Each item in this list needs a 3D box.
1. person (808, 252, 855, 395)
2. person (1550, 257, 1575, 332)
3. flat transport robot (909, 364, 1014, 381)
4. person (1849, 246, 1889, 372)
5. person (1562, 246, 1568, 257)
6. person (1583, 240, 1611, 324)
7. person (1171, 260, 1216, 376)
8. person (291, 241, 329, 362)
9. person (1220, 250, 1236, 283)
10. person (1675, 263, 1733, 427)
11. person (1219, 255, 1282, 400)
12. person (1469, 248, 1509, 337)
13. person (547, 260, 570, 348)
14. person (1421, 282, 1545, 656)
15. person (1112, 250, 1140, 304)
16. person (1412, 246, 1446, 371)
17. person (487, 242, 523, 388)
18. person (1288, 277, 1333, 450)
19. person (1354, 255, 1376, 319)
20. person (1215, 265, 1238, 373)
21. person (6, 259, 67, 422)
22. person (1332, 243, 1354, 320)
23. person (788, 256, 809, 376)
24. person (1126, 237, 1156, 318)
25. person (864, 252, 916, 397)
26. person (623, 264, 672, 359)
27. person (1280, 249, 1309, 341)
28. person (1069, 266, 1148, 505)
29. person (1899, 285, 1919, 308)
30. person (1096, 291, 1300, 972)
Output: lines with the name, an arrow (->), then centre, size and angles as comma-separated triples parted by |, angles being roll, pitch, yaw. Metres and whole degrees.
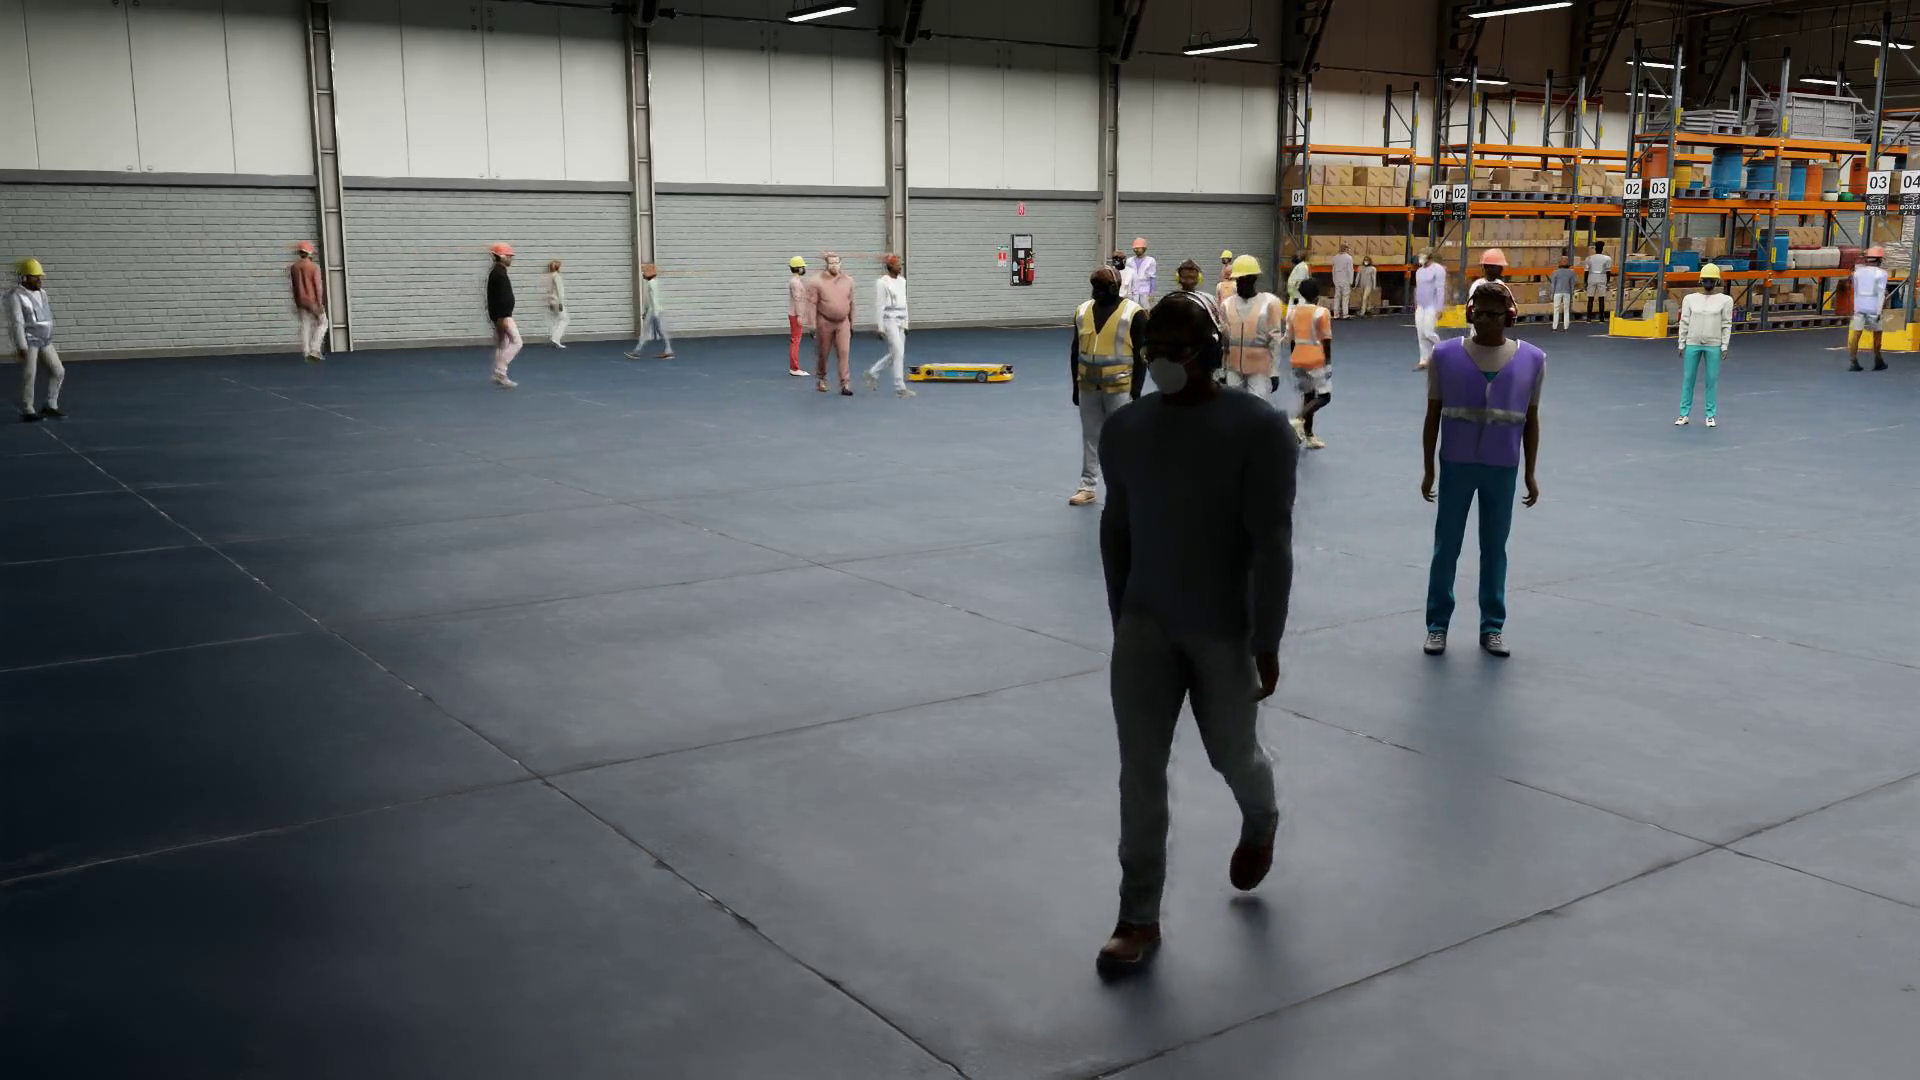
person -> -1.688, -2.857, 21.919 | 0.664, 1.862, 0.986 | -4, 11, -19
person -> 13.040, -5.309, 36.007 | 0.493, 1.624, 0.280 | 1, 10, 4
flat transport robot -> 0.026, -2.407, 23.806 | 1.431, 0.197, 0.652 | 1, 10, 7
person -> 14.009, -3.543, 25.545 | 0.893, 1.896, 0.557 | -7, 12, -33
person -> 15.431, -6.638, 42.616 | 0.470, 1.872, 0.574 | -7, 13, -36
person -> 15.142, -6.123, 39.524 | 0.601, 1.967, 0.369 | 5, 12, 26
person -> 2.125, -1.691, 15.558 | 0.535, 1.841, 0.506 | 1, 10, 7
person -> -10.707, -3.923, 27.424 | 0.648, 1.978, 0.476 | 4, 11, 21
person -> 5.637, -5.231, 35.185 | 0.316, 1.769, 0.523 | -4, 11, -19
person -> 8.101, -2.118, 18.118 | 0.525, 1.772, 0.307 | 6, 12, 28
person -> 2.497, -1.486, 14.274 | 0.602, 1.907, 0.593 | 8, 13, 36
person -> 5.950, -2.301, 18.691 | 0.578, 1.922, 0.406 | -8, 13, -36
person -> -7.423, -4.345, 30.688 | 0.370, 1.625, 0.536 | -7, 12, -32
person -> 2.564, -0.346, 8.208 | 0.563, 1.838, 0.390 | 2, 10, 9
person -> 2.461, -3.571, 25.884 | 0.621, 1.845, 0.430 | 4, 11, 23
person -> 7.209, -3.540, 25.504 | 0.504, 1.917, 0.644 | -4, 11, -23
person -> -6.207, -3.056, 22.678 | 0.437, 1.976, 0.653 | -4, 11, -22
person -> 3.318, -1.690, 16.011 | 0.483, 1.671, 0.544 | -6, 12, -31
person -> 10.253, -6.376, 41.904 | 0.536, 1.604, 0.700 | 9, 14, 42
person -> 4.094, -3.340, 25.164 | 0.512, 1.642, 0.312 | 9, 13, 39
person -> -10.232, -2.199, 18.440 | 0.562, 1.808, 0.621 | 1, 10, 5
person -> 9.492, -6.380, 41.104 | 0.408, 1.908, 0.643 | -7, 12, -34
person -> -2.404, -3.321, 24.712 | 0.309, 1.772, 0.525 | -2, 10, -9
person -> 3.430, -4.754, 31.816 | 0.615, 2.040, 0.391 | 5, 11, 25
person -> -0.915, -2.782, 21.506 | 0.770, 1.860, 0.585 | 6, 12, 29
person -> -5.274, -3.846, 28.081 | 0.851, 1.588, 0.521 | -2, 11, -11
person -> 6.711, -4.786, 32.614 | 0.821, 1.818, 0.621 | 1, 10, 3
person -> 1.117, -1.161, 12.685 | 0.624, 1.838, 0.430 | 6, 12, 32
person -> 19.203, -4.987, 33.421 | 0.624, 1.931, 0.371 | 5, 11, 24
person -> 0.705, 0.228, 4.871 | 0.631, 1.915, 0.884 | 6, 12, 31
